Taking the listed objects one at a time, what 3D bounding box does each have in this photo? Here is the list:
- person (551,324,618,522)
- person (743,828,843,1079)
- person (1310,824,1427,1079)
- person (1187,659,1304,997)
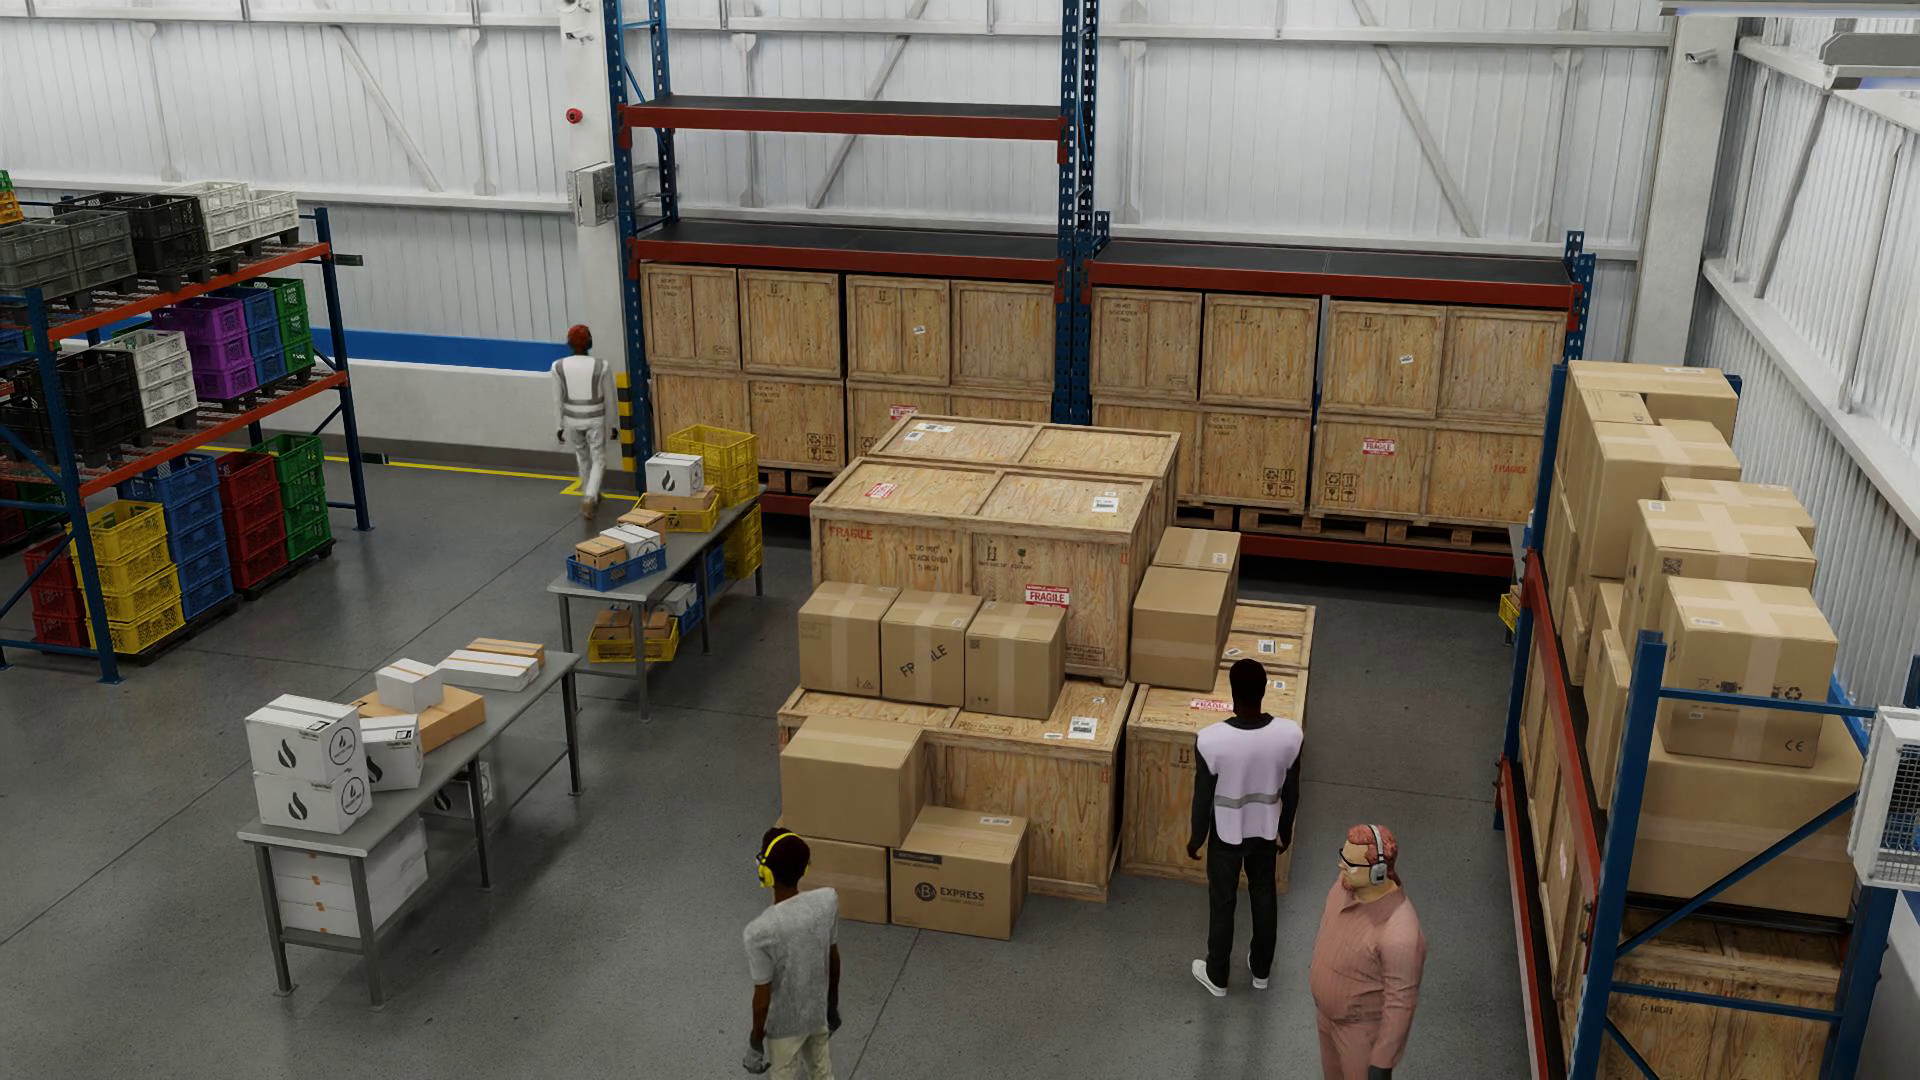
[{"bbox_3d":[-3.535,-1.097,15.680,0.584,1.862,0.820,1,21,2],"label":"person"},{"bbox_3d":[-0.734,2.104,7.280,0.514,1.871,0.327,-19,28,-41],"label":"person"},{"bbox_3d":[1.714,2.090,7.266,0.409,1.907,0.651,-5,21,-12],"label":"person"},{"bbox_3d":[1.485,1.524,8.739,0.589,1.915,0.393,-4,21,-11],"label":"person"}]
